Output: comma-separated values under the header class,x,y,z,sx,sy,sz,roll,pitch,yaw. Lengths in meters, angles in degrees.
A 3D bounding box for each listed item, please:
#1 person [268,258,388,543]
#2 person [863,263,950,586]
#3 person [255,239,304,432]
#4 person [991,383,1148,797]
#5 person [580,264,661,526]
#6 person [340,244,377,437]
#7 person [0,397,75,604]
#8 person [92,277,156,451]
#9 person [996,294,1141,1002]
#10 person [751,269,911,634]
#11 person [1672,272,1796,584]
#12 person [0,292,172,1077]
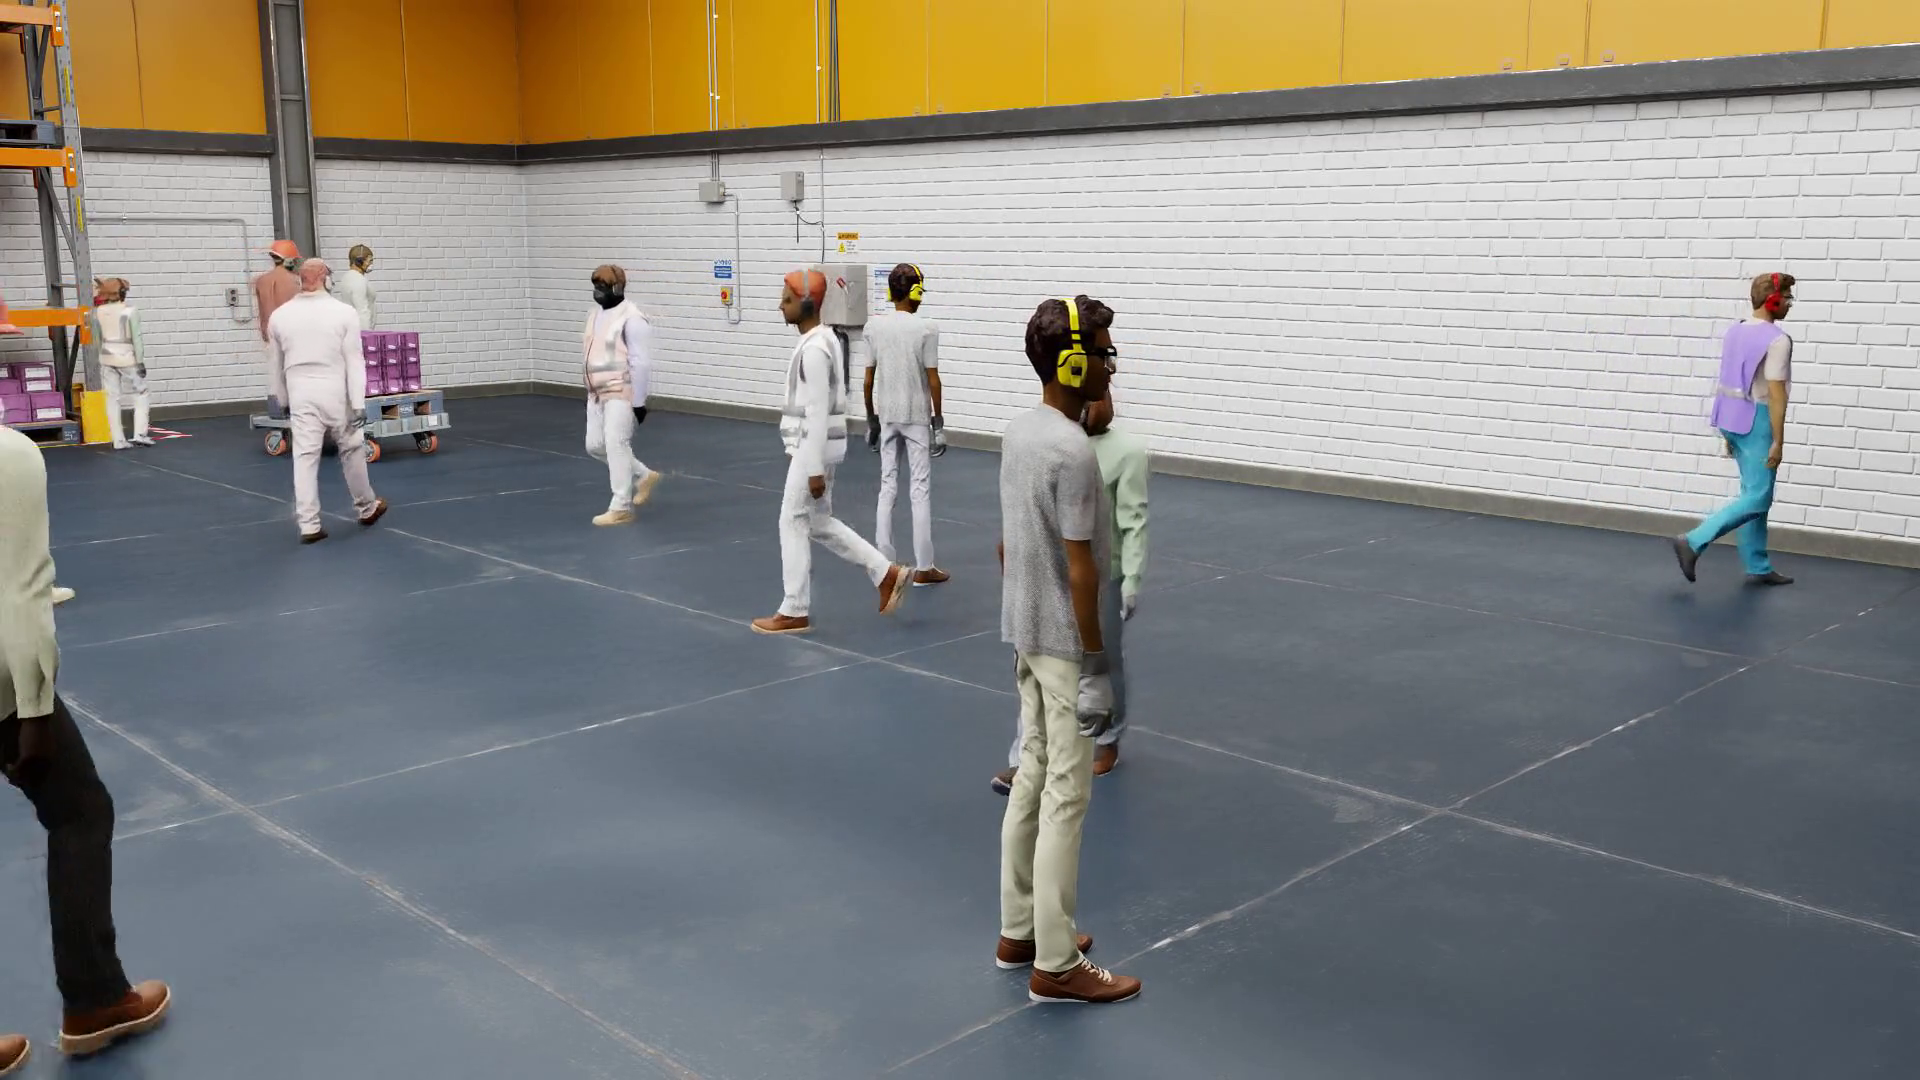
class,x,y,z,sx,sy,sz,roll,pitch,yaw
person,-4.264,-0.955,11.226,0.681,1.856,0.967,0,10,3
person,-0.314,-0.662,9.643,0.518,1.865,0.330,5,11,25
person,-6.880,-2.080,17.064,0.641,1.974,0.599,2,11,10
person,0.409,0.146,5.974,0.518,1.580,0.854,4,11,22
person,-2.377,-1.024,11.706,0.552,1.825,0.634,-9,14,-42
person,-6.019,-2.001,16.752,0.373,1.935,0.627,-6,12,-31
person,-5.163,-0.472,8.772,0.859,1.796,0.640,-2,11,-13
person,-7.902,-1.669,15.760,0.547,1.617,0.524,2,11,11
person,0.276,0.291,4.421,0.316,1.870,0.531,-4,11,-19
person,-0.670,-0.438,8.436,0.740,1.860,0.586,0,10,0
person,4.479,-0.614,9.518,0.731,1.820,0.573,-1,10,-3
person,-2.308,0.324,3.984,0.617,1.970,0.747,2,11,11
